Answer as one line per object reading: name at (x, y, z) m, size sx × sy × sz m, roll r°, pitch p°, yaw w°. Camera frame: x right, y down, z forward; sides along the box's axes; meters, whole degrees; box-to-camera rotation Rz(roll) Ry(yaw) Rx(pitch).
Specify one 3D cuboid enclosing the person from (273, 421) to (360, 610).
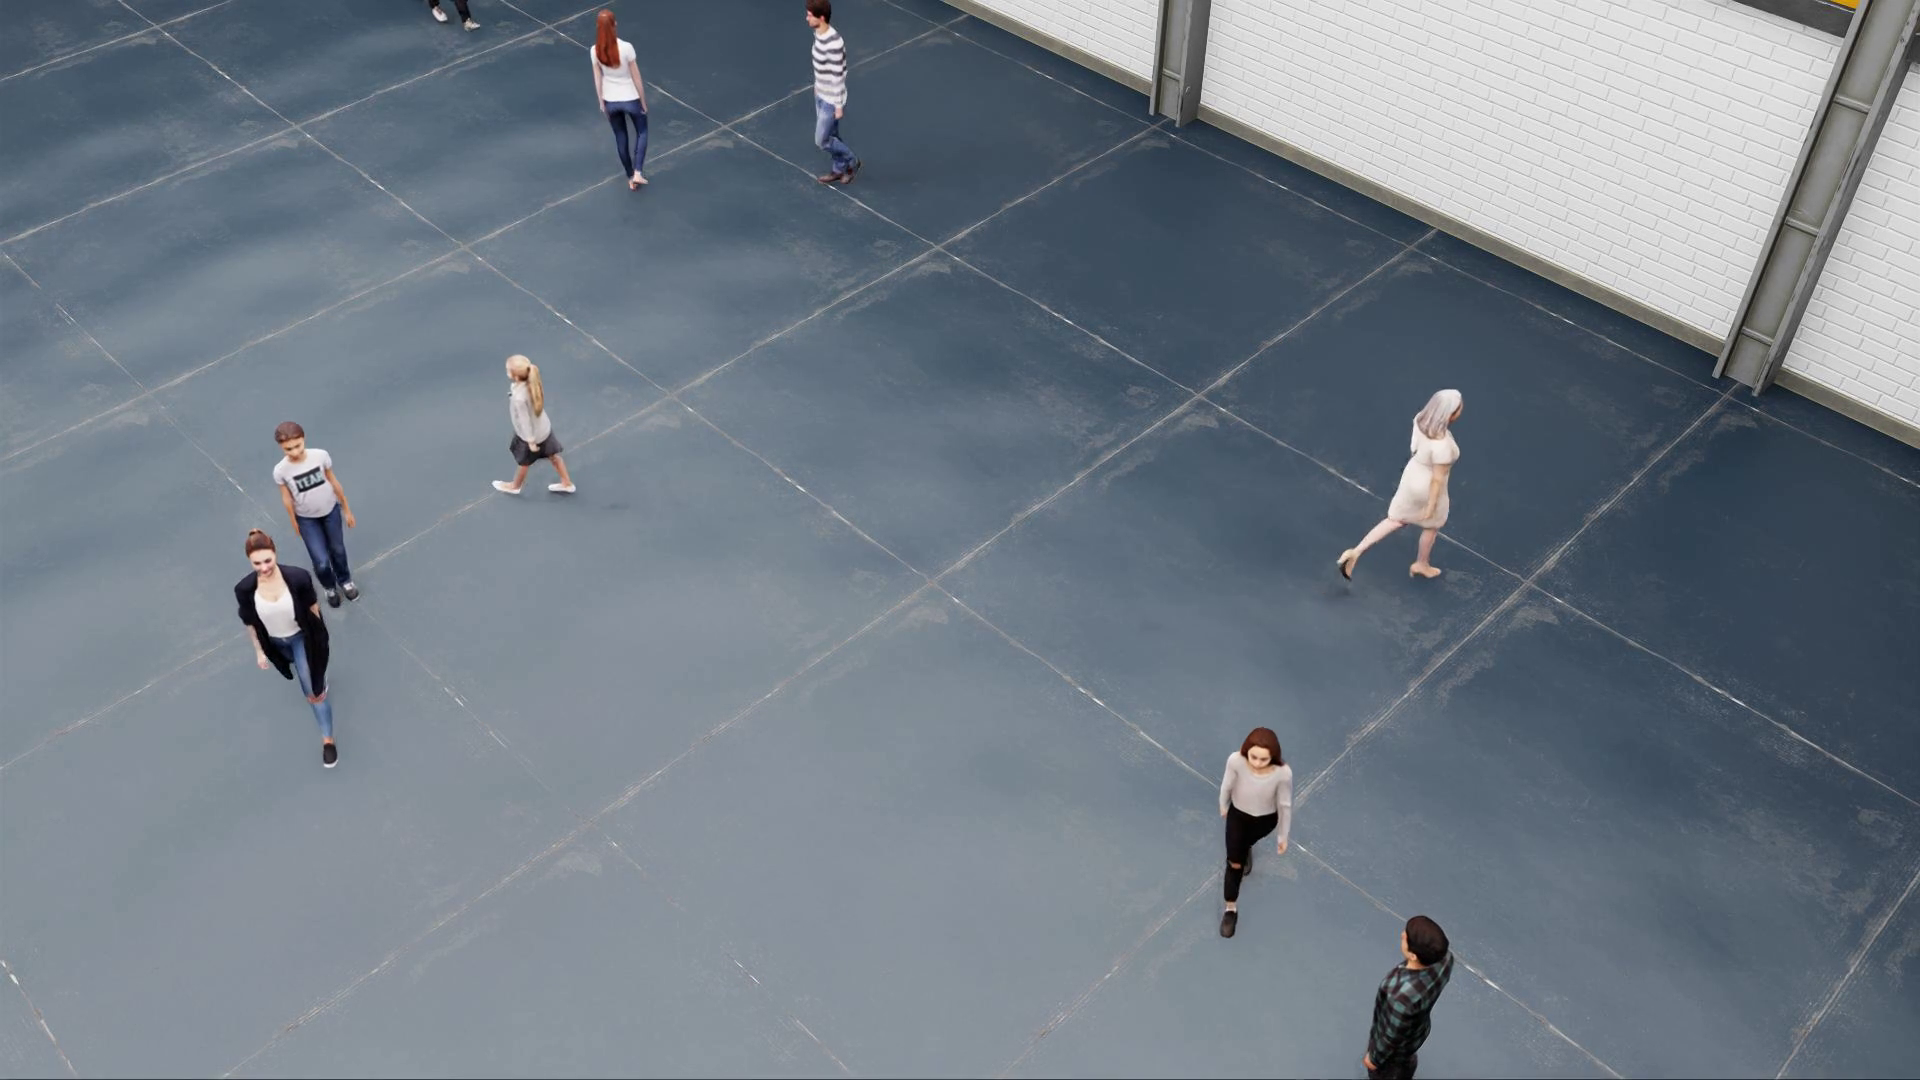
person at (-4.372, -0.231, 11.261) m, size 0.557 × 1.554 × 0.603 m, roll -27°, pitch 50°, yaw -26°

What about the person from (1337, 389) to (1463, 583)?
person at (3.029, -0.305, 11.225) m, size 1.015 × 1.713 × 1.090 m, roll -10°, pitch 45°, yaw -10°

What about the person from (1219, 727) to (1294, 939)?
person at (1.689, 1.517, 9.509) m, size 0.994 × 1.442 × 0.956 m, roll 8°, pitch 44°, yaw 9°

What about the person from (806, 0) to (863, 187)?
person at (-1.083, -4.038, 15.054) m, size 0.839 × 1.836 × 0.760 m, roll -16°, pitch 46°, yaw -16°

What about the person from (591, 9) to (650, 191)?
person at (-3.053, -3.895, 14.981) m, size 0.757 × 1.730 × 0.817 m, roll -1°, pitch 44°, yaw -1°

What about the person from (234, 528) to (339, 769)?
person at (-4.175, 0.550, 10.379) m, size 1.027 × 1.641 × 1.200 m, roll -8°, pitch 44°, yaw -8°

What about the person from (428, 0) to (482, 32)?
person at (-5.569, -6.204, 17.417) m, size 0.651 × 1.711 × 1.110 m, roll -33°, pitch 53°, yaw -30°

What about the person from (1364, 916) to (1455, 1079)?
person at (2.244, 2.452, 8.429) m, size 0.534 × 1.714 × 0.693 m, roll 31°, pitch 51°, yaw 28°

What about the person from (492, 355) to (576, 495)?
person at (-3.041, -0.801, 12.080) m, size 0.903 × 1.250 × 0.798 m, roll 6°, pitch 44°, yaw 6°
